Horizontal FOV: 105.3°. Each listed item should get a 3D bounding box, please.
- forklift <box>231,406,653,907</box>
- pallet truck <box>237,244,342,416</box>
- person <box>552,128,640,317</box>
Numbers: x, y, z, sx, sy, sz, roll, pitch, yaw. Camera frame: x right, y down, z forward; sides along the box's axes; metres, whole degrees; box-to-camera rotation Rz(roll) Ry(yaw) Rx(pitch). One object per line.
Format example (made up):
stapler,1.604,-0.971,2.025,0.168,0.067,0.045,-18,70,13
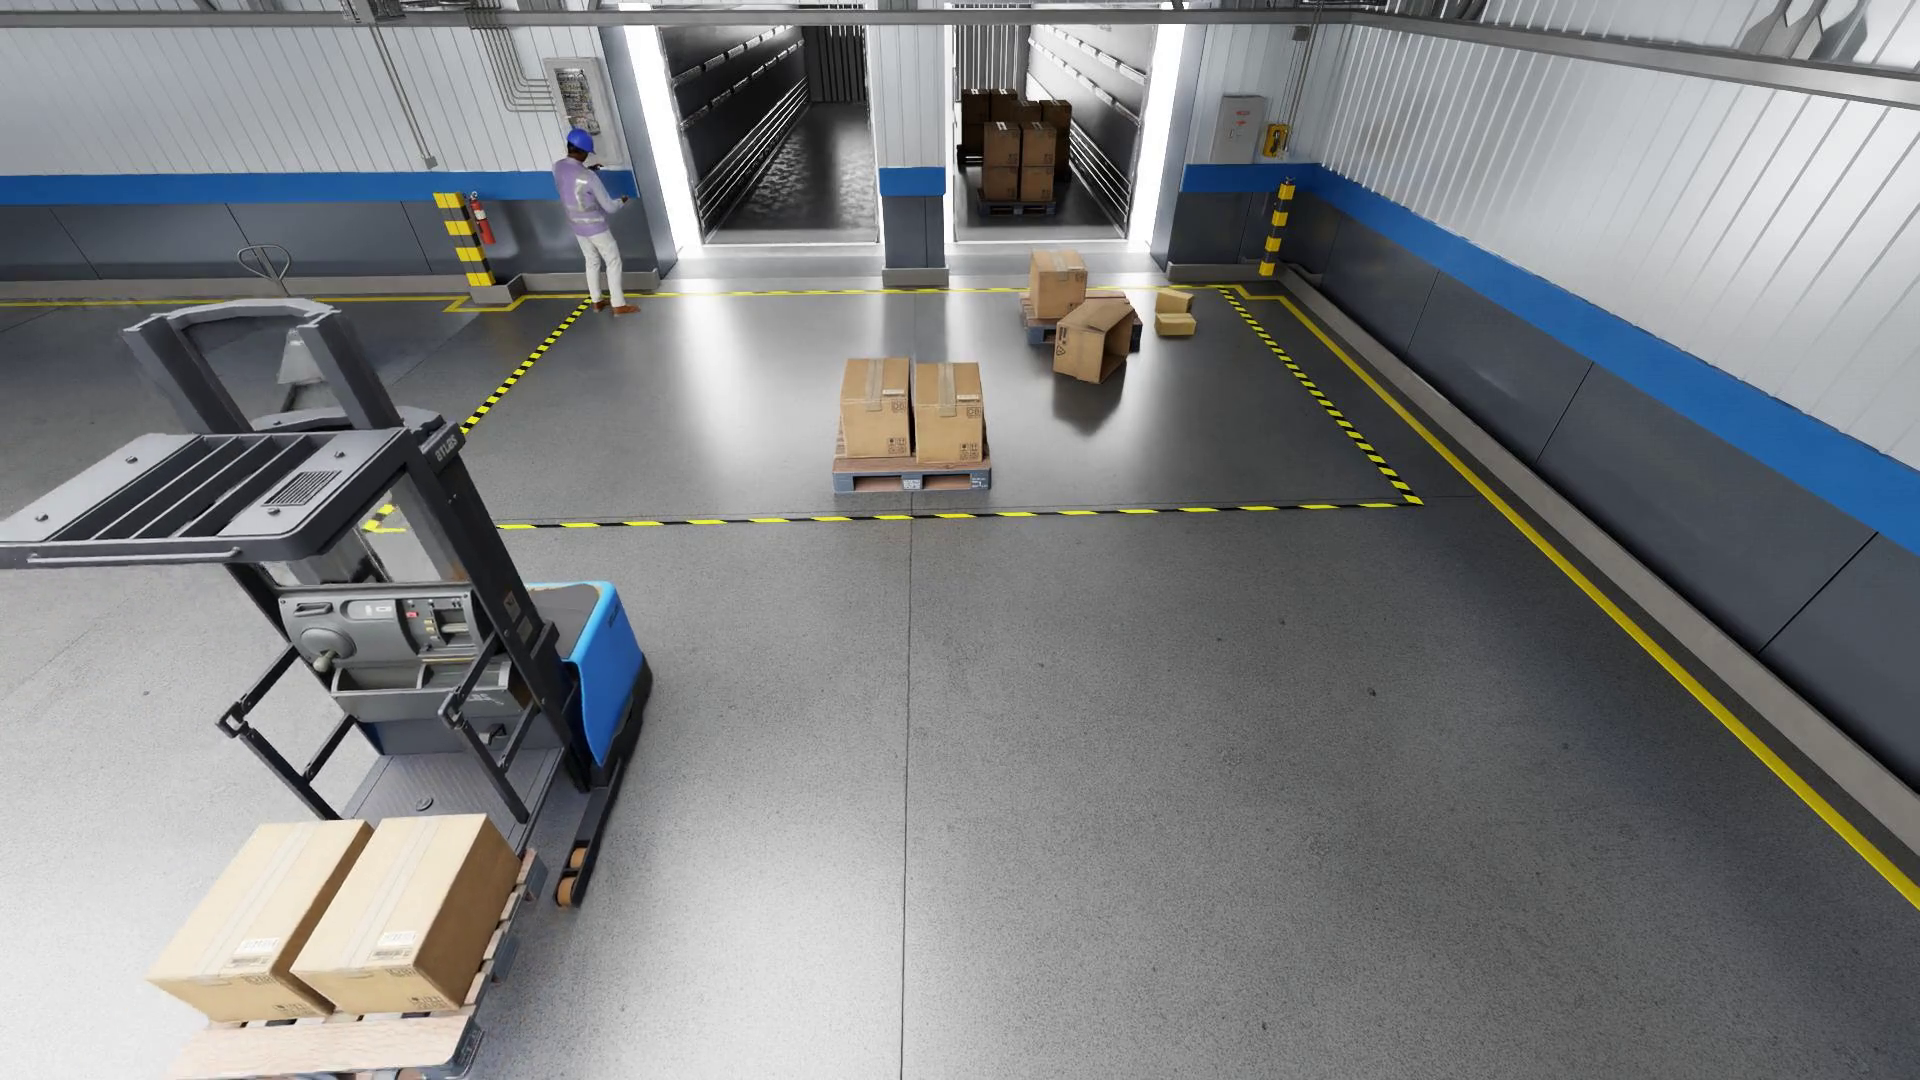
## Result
forklift,-2.062,0.282,3.182,0.716,2.013,0.776,-2,39,-2
pallet truck,-5.915,-1.733,6.366,0.680,1.201,1.601,-18,42,-21
person,-3.978,-3.465,8.037,0.799,1.878,0.678,16,41,20
